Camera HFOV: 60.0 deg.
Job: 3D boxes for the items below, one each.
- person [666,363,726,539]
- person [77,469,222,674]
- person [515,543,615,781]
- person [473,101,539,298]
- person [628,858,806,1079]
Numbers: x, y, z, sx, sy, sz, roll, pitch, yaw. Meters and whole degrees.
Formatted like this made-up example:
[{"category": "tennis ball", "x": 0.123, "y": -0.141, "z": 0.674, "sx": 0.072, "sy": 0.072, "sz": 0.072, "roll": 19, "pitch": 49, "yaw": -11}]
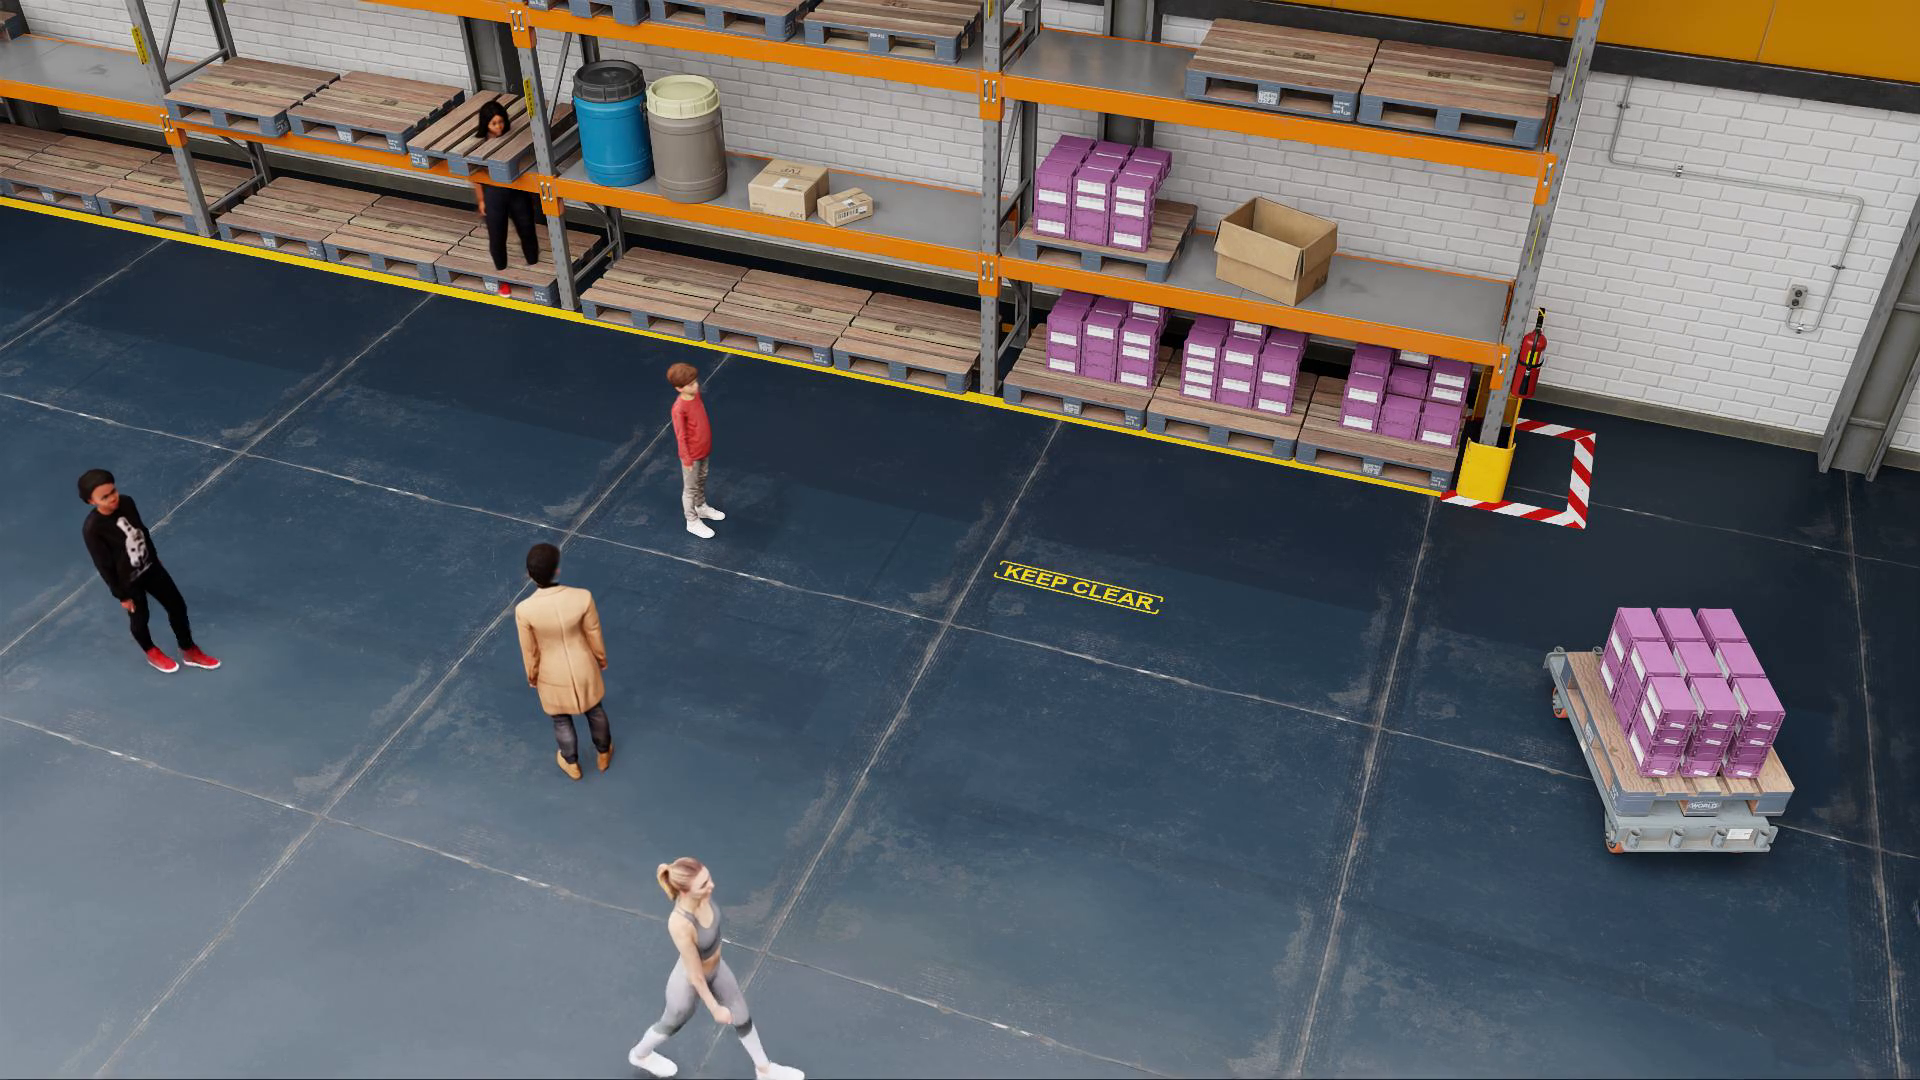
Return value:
[{"category": "person", "x": -1.944, "y": -0.677, "z": 12.095, "sx": 0.495, "sy": 1.416, "sz": 0.524, "roll": 11, "pitch": 40, "yaw": 13}, {"category": "person", "x": -5.420, "y": 0.211, "z": 10.791, "sx": 0.764, "sy": 1.656, "sz": 0.631, "roll": 14, "pitch": 41, "yaw": 17}, {"category": "person", "x": -2.385, "y": 0.750, "z": 10.060, "sx": 0.756, "sy": 1.726, "sz": 0.822, "roll": -15, "pitch": 41, "yaw": -18}, {"category": "person", "x": -4.024, "y": -3.046, "z": 14.743, "sx": 0.768, "sy": 1.814, "sz": 0.834, "roll": -15, "pitch": 41, "yaw": -18}, {"category": "person", "x": -1.396, "y": 2.200, "z": 8.298, "sx": 1.183, "sy": 1.659, "sz": 0.647, "roll": 7, "pitch": 39, "yaw": 9}]
